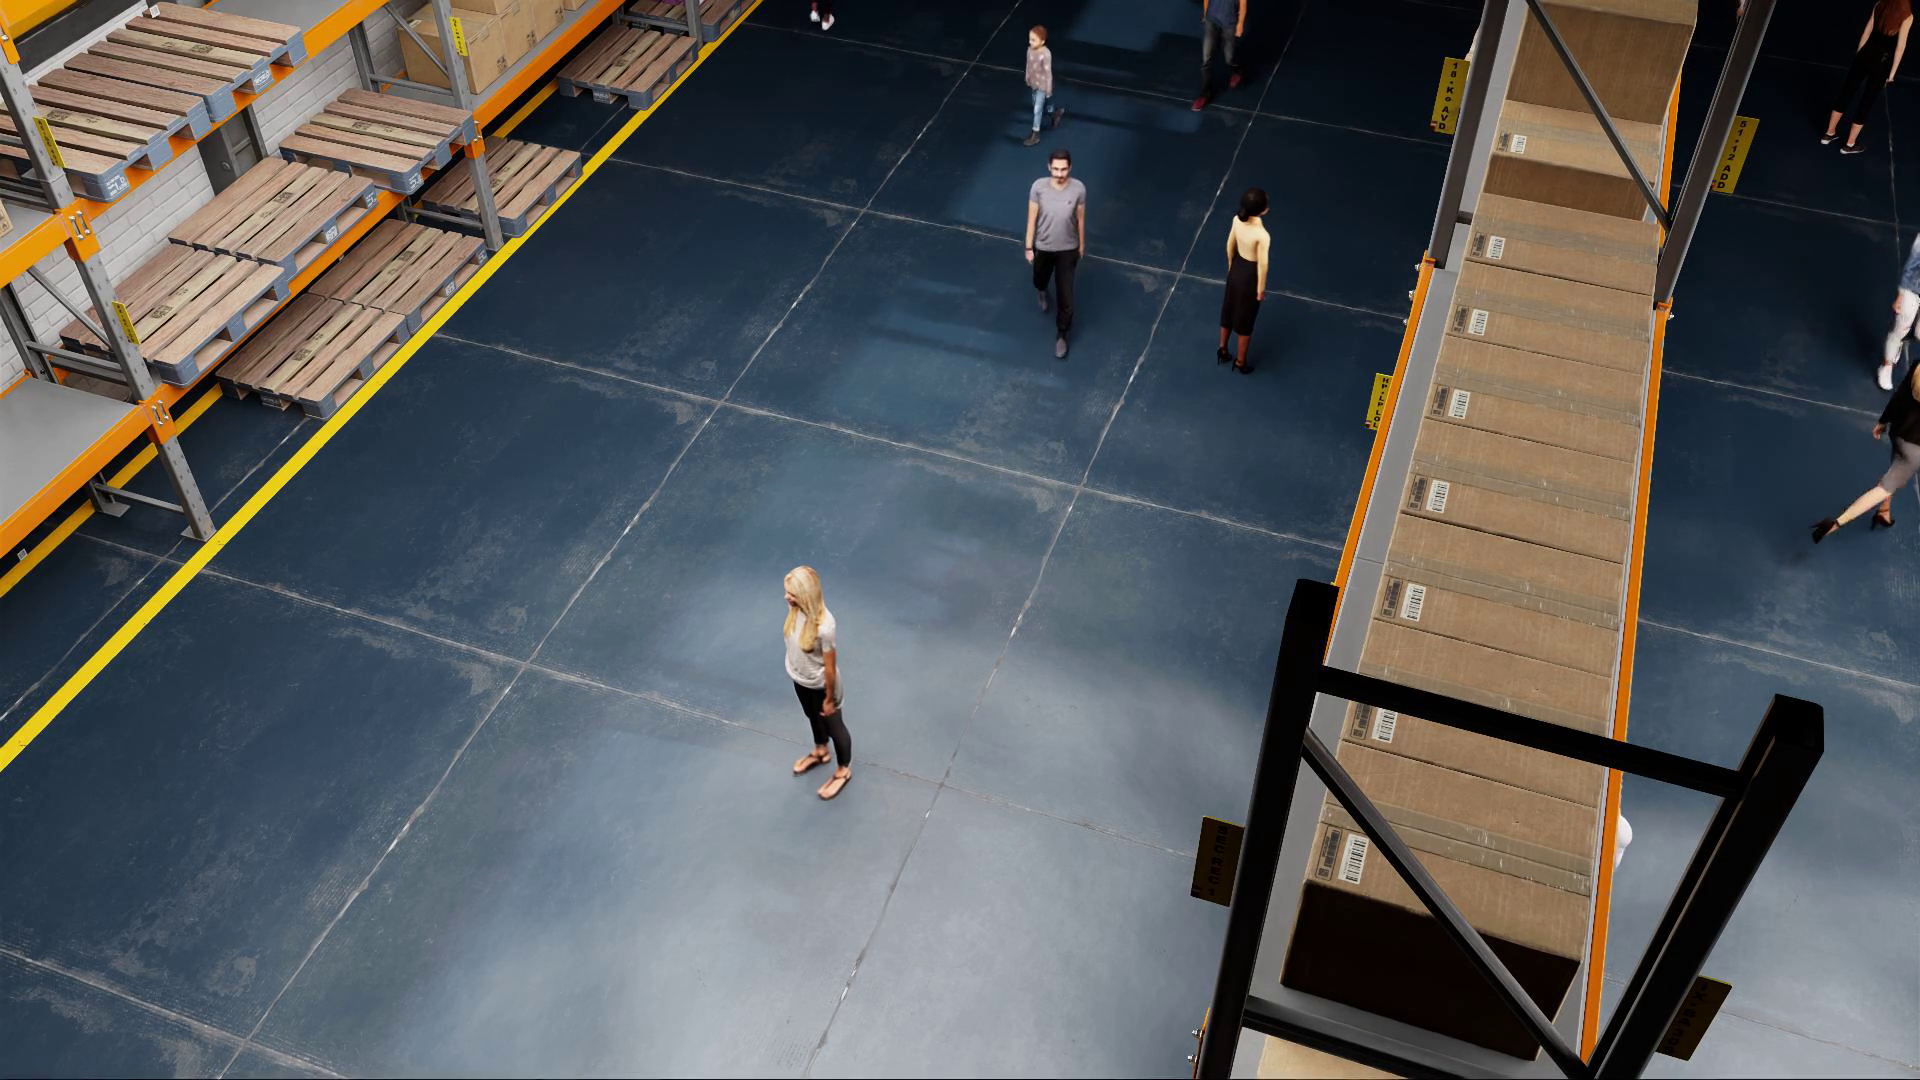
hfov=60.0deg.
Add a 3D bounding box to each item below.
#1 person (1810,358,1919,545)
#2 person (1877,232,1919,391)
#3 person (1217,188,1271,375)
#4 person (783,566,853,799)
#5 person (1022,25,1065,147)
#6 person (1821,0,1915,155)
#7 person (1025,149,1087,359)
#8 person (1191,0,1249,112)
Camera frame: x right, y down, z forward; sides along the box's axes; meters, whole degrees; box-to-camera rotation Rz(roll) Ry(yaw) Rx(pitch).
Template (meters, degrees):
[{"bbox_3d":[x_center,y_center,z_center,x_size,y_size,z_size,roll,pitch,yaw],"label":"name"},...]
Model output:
[{"bbox_3d":[6.472,-0.615,11.489,1.161,1.803,1.113,-17,46,-17],"label":"person"},{"bbox_3d":[7.497,-1.972,12.999,0.701,1.685,0.814,1,44,2],"label":"person"},{"bbox_3d":[2.239,-2.039,13.093,0.702,1.653,0.660,-24,49,-24],"label":"person"},{"bbox_3d":[-0.848,0.824,9.963,0.671,1.826,0.666,-33,53,-30],"label":"person"},{"bbox_3d":[0.807,-4.373,15.884,0.851,1.182,0.720,-29,51,-27],"label":"person"},{"bbox_3d":[8.559,-4.479,15.602,0.693,1.724,0.653,-22,48,-22],"label":"person"},{"bbox_3d":[0.770,-2.415,13.433,0.844,1.728,1.164,3,44,3],"label":"person"},{"bbox_3d":[2.623,-5.104,16.210,0.815,1.792,1.078,25,49,24],"label":"person"}]
